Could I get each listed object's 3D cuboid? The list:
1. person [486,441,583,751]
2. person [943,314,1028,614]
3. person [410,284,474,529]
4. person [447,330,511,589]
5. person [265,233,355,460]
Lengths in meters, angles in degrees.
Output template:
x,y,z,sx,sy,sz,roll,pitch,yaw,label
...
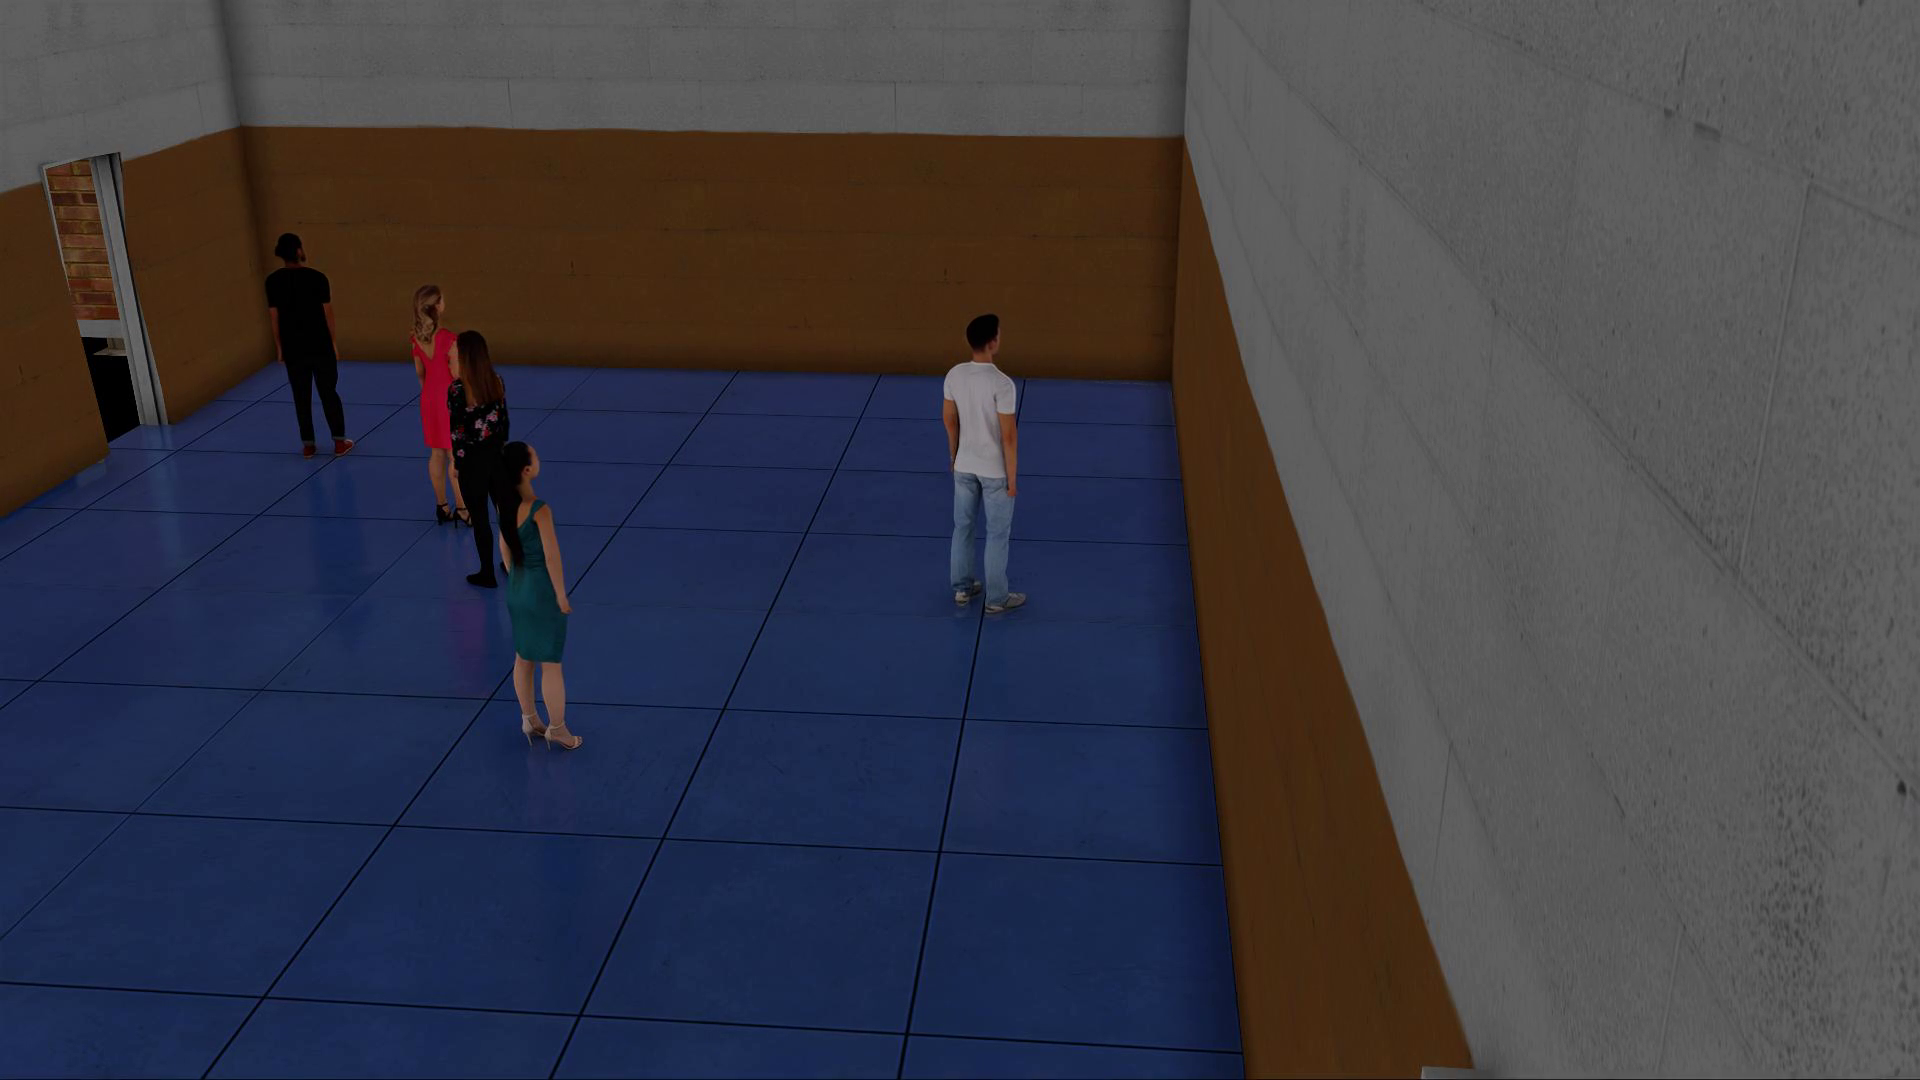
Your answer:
x,y,z,sx,sy,sz,roll,pitch,yaw,label
-2.190,0.294,8.548,0.578,1.685,0.680,16,27,34,person
0.142,-0.467,10.202,0.695,1.864,0.813,16,27,34,person
-3.585,-0.926,11.527,0.608,1.728,0.713,13,25,28,person
-3.027,-0.521,10.579,0.668,1.683,0.645,16,27,35,person
-5.069,-1.501,12.922,0.576,1.756,0.736,-4,22,-10,person
